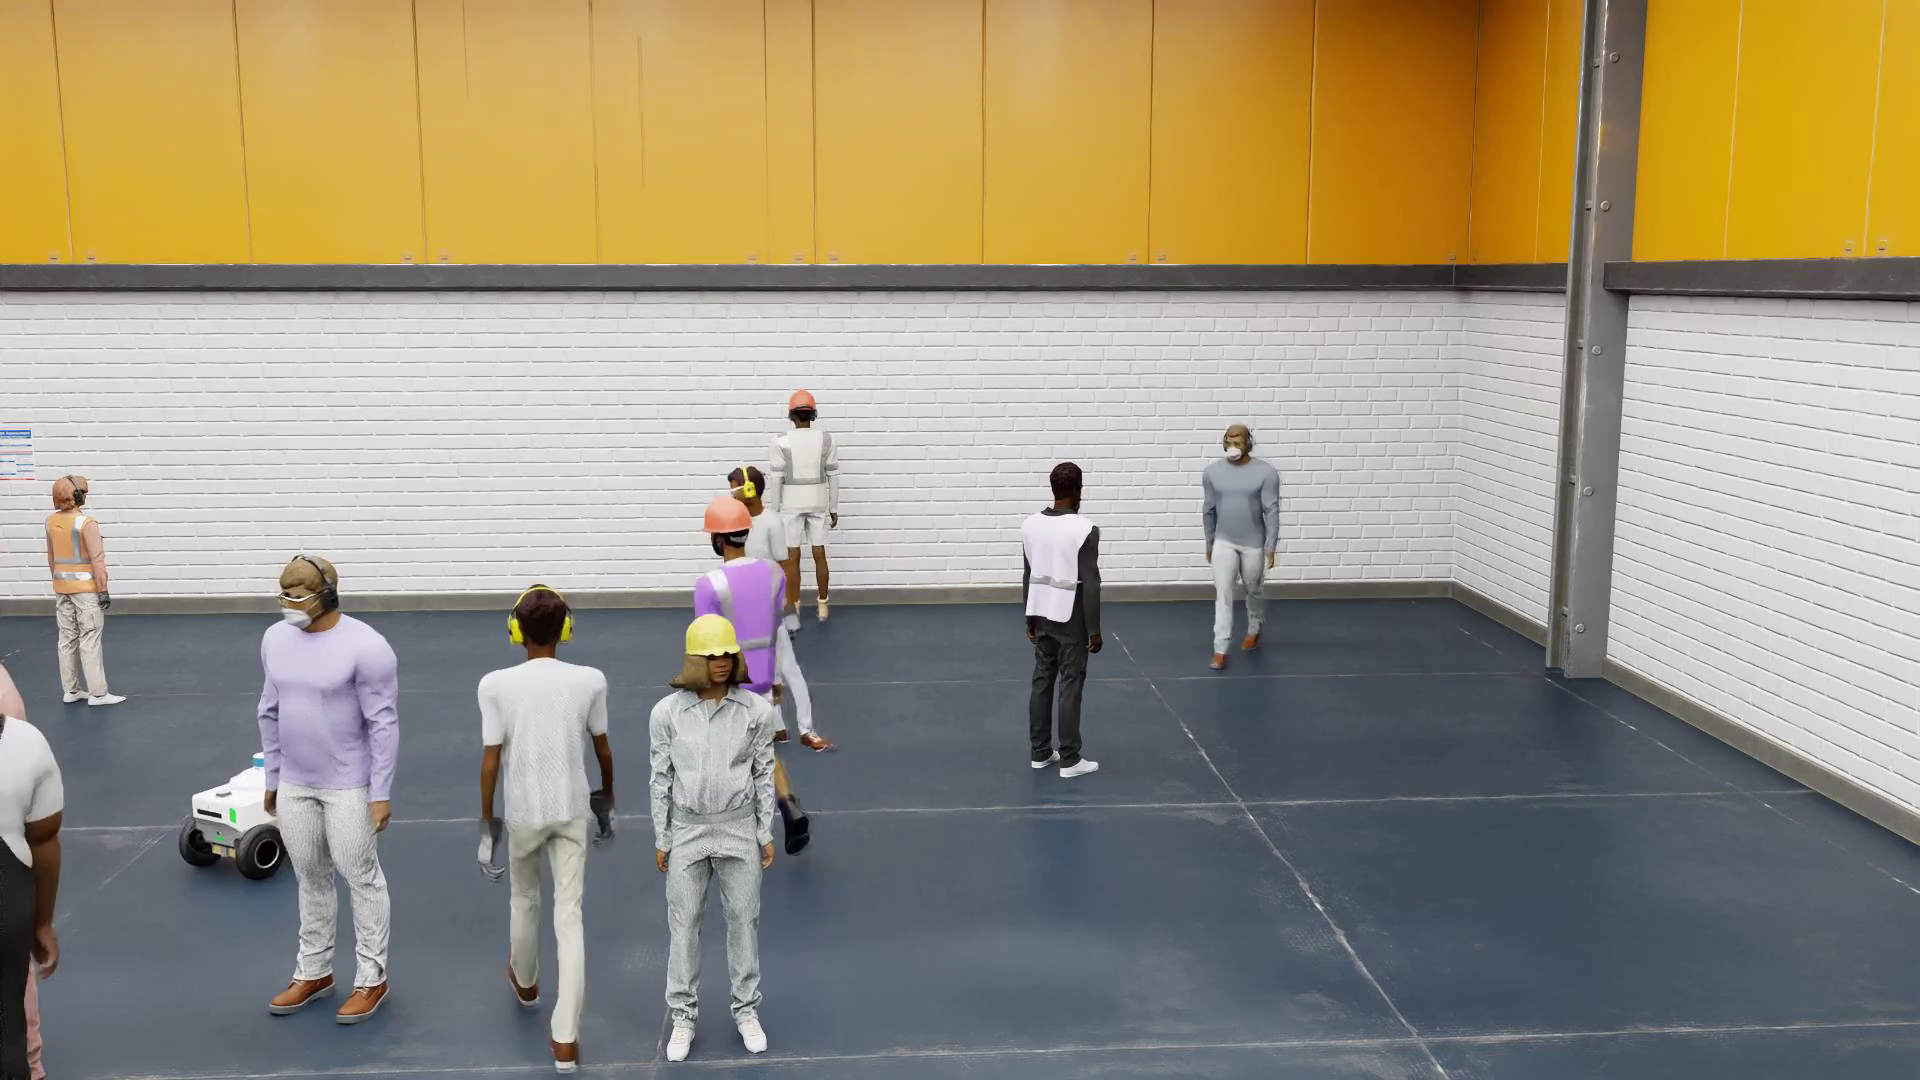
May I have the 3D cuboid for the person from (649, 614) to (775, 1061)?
[{"bbox_3d":[-0.952,1.145,6.454,0.488,1.746,0.285,-2,9,-12],"label":"person"}]

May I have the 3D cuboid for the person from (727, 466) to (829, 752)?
[{"bbox_3d":[-1.165,0.448,10.611,0.463,1.829,0.691,-7,12,-39],"label":"person"}]

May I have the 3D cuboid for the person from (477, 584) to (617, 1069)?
[{"bbox_3d":[-1.644,1.075,6.614,0.560,1.823,0.932,-3,10,-19],"label":"person"}]

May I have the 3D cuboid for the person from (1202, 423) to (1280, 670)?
[{"bbox_3d":[2.216,0.016,13.123,0.640,1.895,1.043,4,10,22],"label":"person"}]

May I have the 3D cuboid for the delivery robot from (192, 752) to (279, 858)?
[{"bbox_3d":[-3.589,1.343,8.620,0.477,0.478,0.707,5,11,27],"label":"delivery robot"}]

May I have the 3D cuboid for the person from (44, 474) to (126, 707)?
[{"bbox_3d":[-6.191,0.360,11.697,0.513,1.645,0.307,4,10,23],"label":"person"}]

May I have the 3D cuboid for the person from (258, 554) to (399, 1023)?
[{"bbox_3d":[-2.574,1.000,6.779,0.627,1.933,0.374,3,10,19],"label":"person"}]

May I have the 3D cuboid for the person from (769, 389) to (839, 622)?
[{"bbox_3d":[-1.369,-0.296,14.564,0.615,2.042,0.375,-3,9,-18],"label":"person"}]

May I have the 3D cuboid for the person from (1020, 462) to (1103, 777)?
[{"bbox_3d":[0.609,0.482,10.108,0.397,1.910,0.587,-9,13,-44],"label":"person"}]

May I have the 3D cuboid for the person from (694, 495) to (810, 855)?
[{"bbox_3d":[-1.094,0.727,8.546,0.560,1.916,0.656,-8,12,-41],"label":"person"}]

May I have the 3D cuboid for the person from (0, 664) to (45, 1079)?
[{"bbox_3d":[-3.624,1.122,6.093,0.408,1.905,0.653,-6,11,-35],"label":"person"}]
